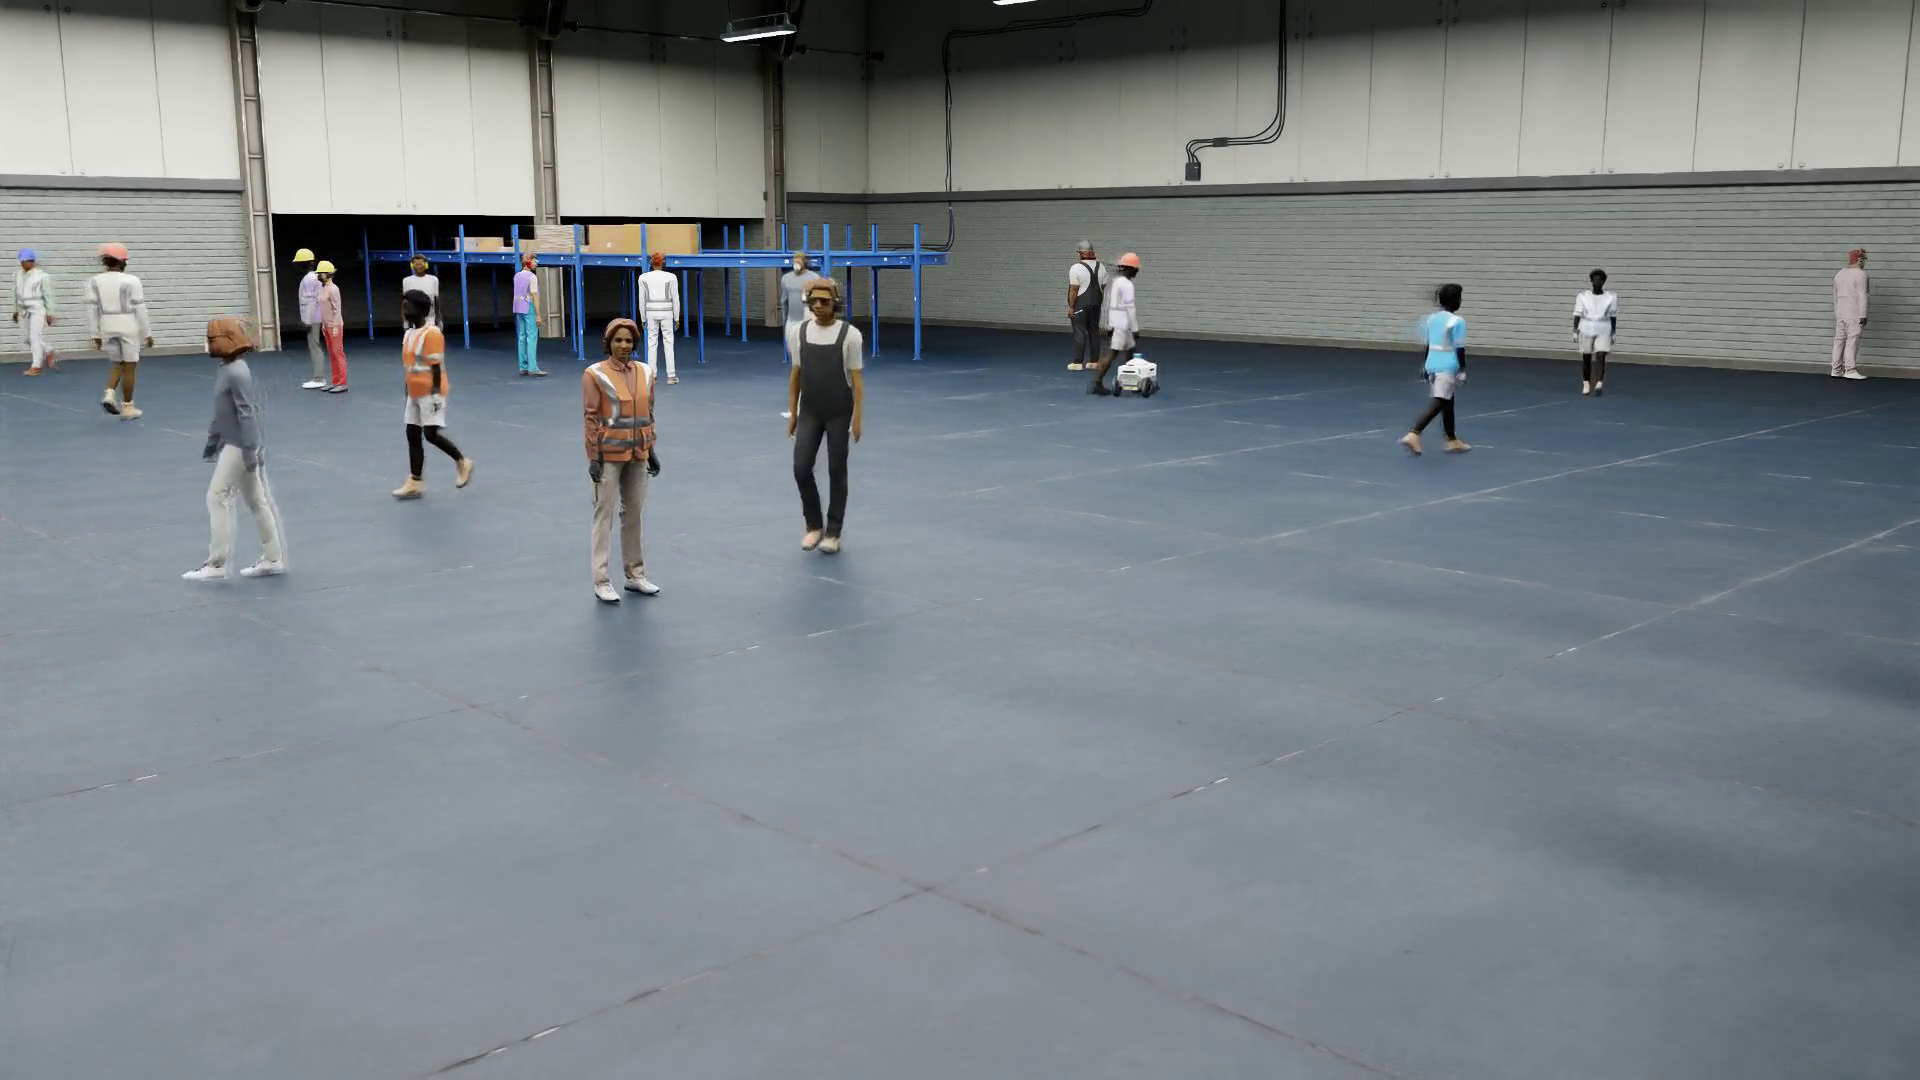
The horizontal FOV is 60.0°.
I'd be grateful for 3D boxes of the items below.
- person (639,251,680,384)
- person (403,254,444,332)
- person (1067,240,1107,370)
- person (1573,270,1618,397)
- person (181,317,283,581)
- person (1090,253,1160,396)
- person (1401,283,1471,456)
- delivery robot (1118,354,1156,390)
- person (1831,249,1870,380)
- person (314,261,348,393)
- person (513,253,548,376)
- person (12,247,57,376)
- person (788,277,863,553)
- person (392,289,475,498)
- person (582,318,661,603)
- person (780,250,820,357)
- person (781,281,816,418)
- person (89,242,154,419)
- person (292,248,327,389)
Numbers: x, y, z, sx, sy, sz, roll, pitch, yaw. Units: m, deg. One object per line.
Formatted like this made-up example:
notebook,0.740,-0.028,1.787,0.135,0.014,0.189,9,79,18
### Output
person,-4.287,-3.176,23.773,0.575,1.884,0.355,0,10,1
person,-7.592,-3.105,23.527,0.550,1.832,0.896,-4,11,-19
person,1.950,-3.698,26.312,0.683,2.000,0.538,-7,13,-35
person,8.356,-2.721,21.917,0.551,1.641,0.886,5,11,23
person,-4.548,-0.549,10.204,0.714,1.609,0.505,-5,12,-27
person,2.177,-2.860,22.086,1.012,1.879,0.553,-2,11,-10
person,4.625,-1.648,16.053,0.836,1.666,0.538,-4,11,-19
delivery robot,2.357,-2.233,22.118,0.477,0.478,0.707,5,11,24
person,13.188,-3.333,24.570,0.408,1.908,0.644,-2,11,-9
person,-8.517,-2.883,22.499,0.321,1.769,0.523,-8,13,-37
person,-6.529,-3.400,25.107,0.569,1.840,0.373,10,14,44
person,-14.074,-3.482,25.327,0.625,1.930,0.690,2,11,12
person,-0.910,-0.811,11.012,0.539,1.832,0.483,2,11,12
person,-4.320,-1.189,13.473,0.567,1.682,0.593,10,14,43
person,-1.973,-0.473,9.713,0.315,1.636,0.515,9,13,39
person,-2.125,-2.974,22.580,0.634,1.918,0.636,4,11,21
person,-1.645,-2.197,19.248,0.852,1.585,0.505,-8,13,-37
person,-9.672,-2.415,19.233,0.617,2.027,0.422,2,11,10
person,-9.025,-3.073,23.098,0.379,1.924,0.594,-3,11,-16
